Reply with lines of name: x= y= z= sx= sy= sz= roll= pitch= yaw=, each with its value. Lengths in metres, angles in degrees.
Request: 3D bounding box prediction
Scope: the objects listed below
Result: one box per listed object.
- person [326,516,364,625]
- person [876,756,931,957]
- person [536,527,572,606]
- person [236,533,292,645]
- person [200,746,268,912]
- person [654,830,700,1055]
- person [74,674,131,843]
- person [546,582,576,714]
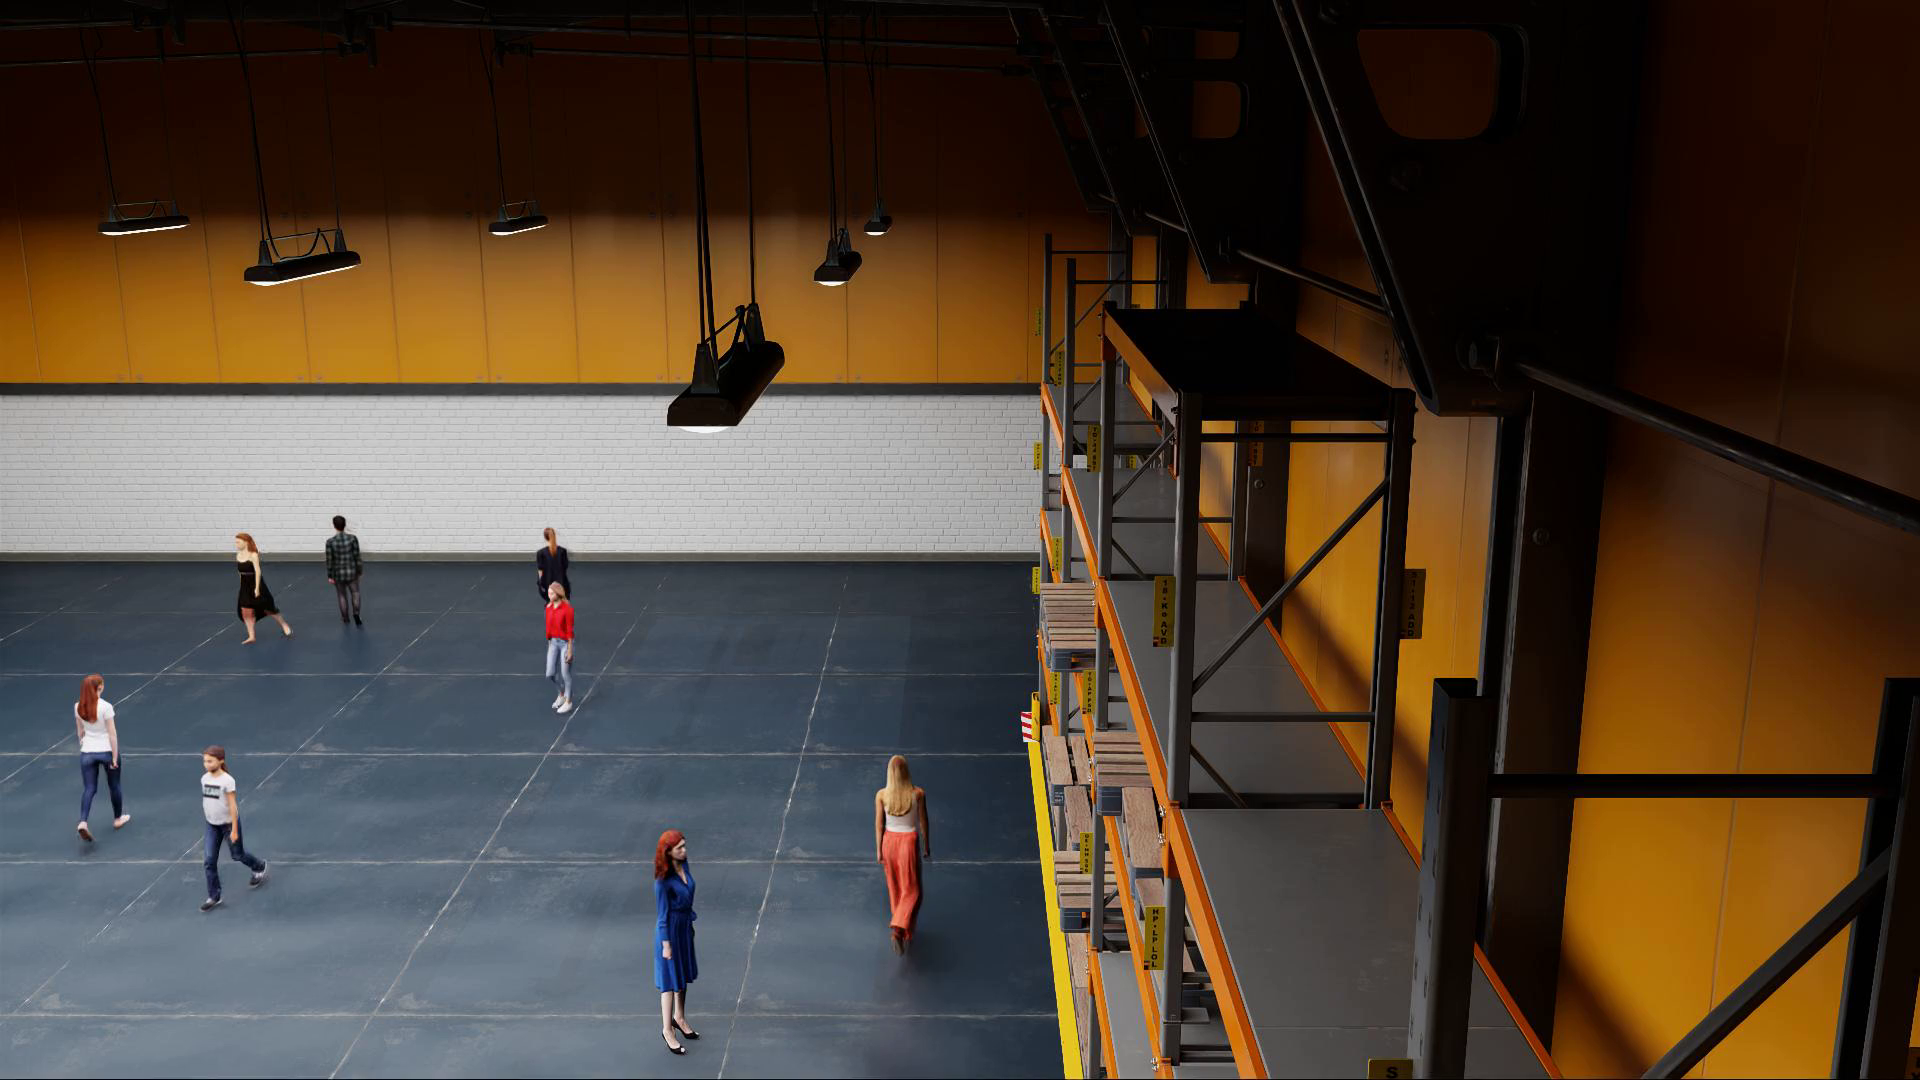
person: x=-9.120 y=0.482 z=24.696 sx=0.850 sy=1.706 sz=0.904 roll=-7 pitch=15 yaw=-25
person: x=-0.521 y=2.796 z=14.657 sx=0.756 sy=1.778 sz=1.118 roll=2 pitch=14 yaw=9
person: x=-5.766 y=0.659 z=23.733 sx=0.851 sy=1.661 sz=1.111 roll=-5 pitch=15 yaw=-21
person: x=-10.048 y=0.675 z=23.798 sx=0.816 sy=1.599 sz=1.020 roll=4 pitch=14 yaw=14
person: x=-6.913 y=2.666 z=15.723 sx=0.745 sy=1.530 sz=1.082 roll=4 pitch=14 yaw=16
person: x=-2.242 y=3.142 z=13.124 sx=0.746 sy=1.828 sz=0.612 roll=5 pitch=14 yaw=18
person: x=-8.874 y=2.249 z=17.048 sx=0.605 sy=1.717 sz=1.064 roll=-1 pitch=14 yaw=-3
person: x=-4.941 y=1.332 z=20.882 sx=0.695 sy=1.695 sz=0.691 roll=6 pitch=15 yaw=24
